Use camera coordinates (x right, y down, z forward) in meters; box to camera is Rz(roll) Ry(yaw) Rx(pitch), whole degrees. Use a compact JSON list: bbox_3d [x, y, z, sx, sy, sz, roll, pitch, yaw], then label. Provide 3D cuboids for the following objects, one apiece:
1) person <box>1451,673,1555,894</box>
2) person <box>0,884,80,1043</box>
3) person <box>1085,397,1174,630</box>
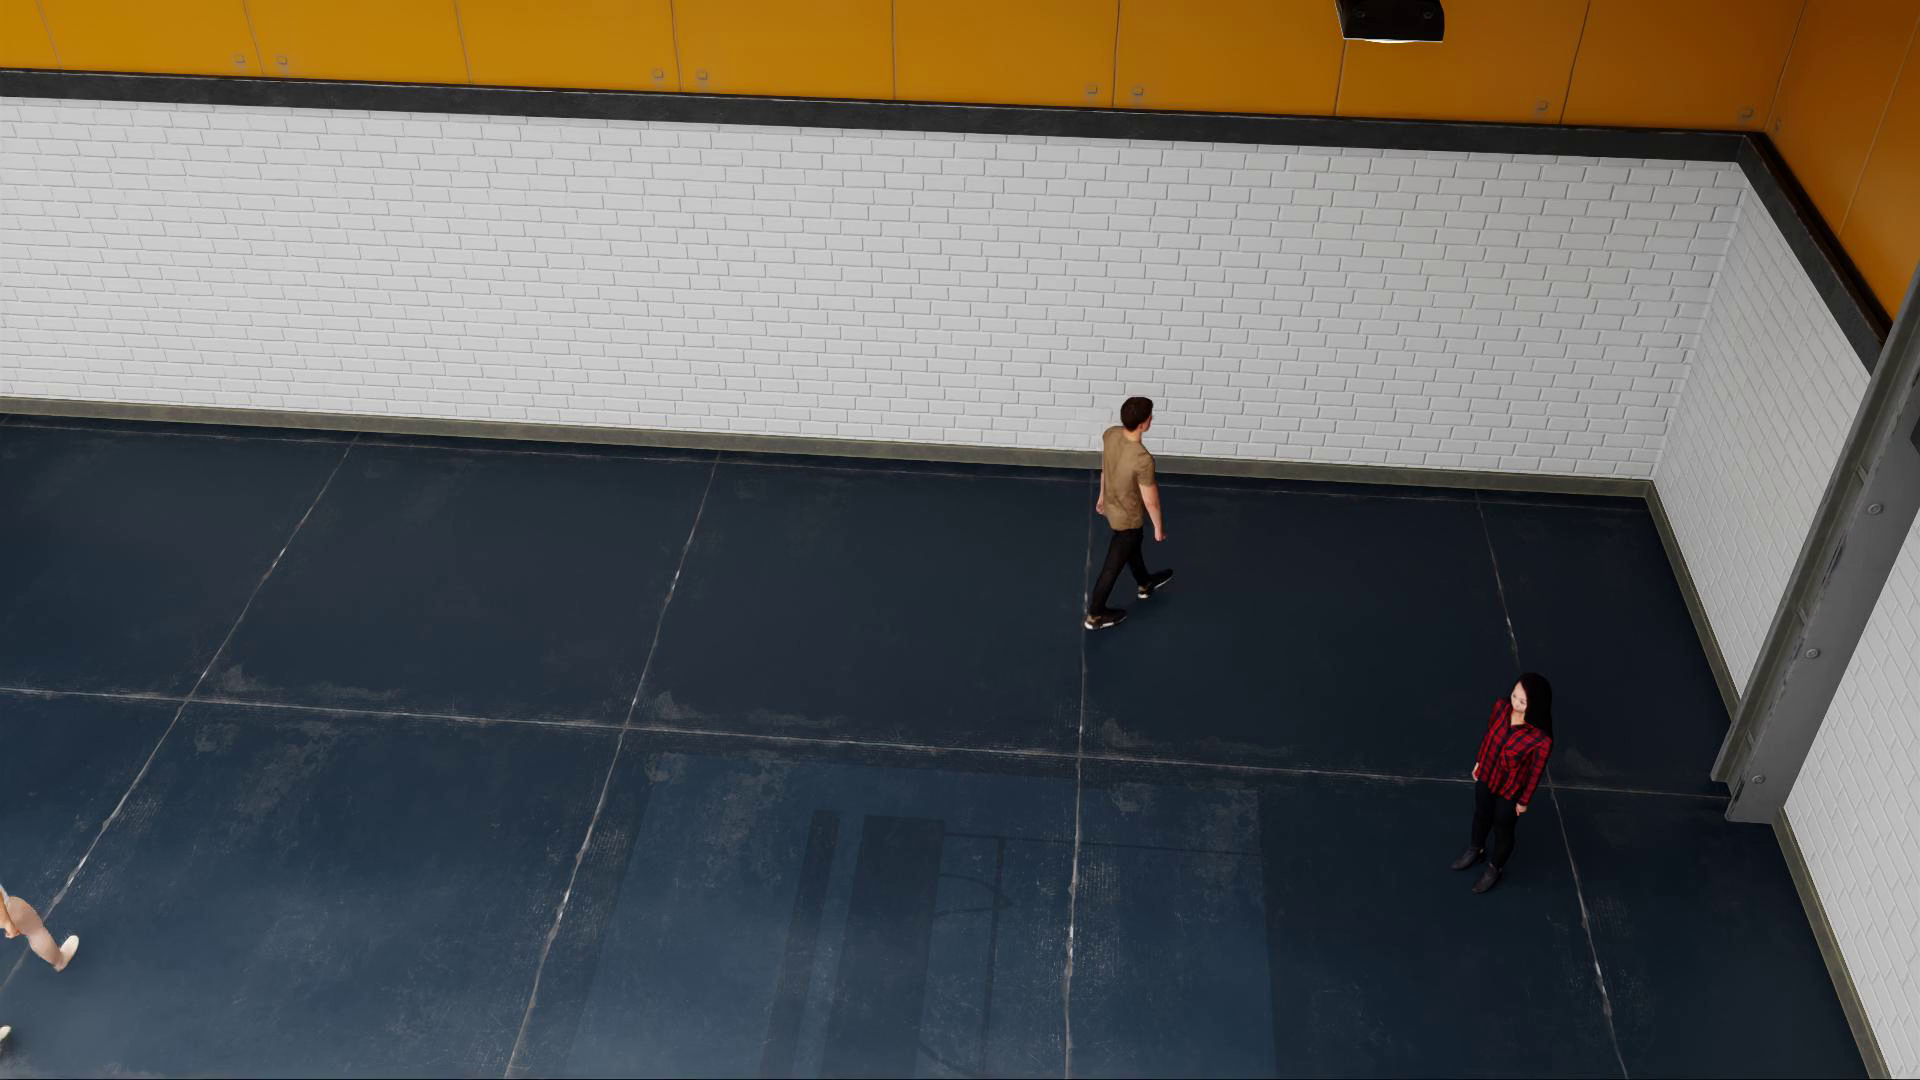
[{"bbox_3d":[3.131,1.360,9.511,0.718,1.652,0.618,-18,42,-22],"label":"person"},{"bbox_3d":[-5.174,2.027,8.714,0.564,1.603,1.032,3,39,4],"label":"person"},{"bbox_3d":[1.034,-0.149,11.262,1.054,1.824,1.094,-17,42,-20],"label":"person"}]
